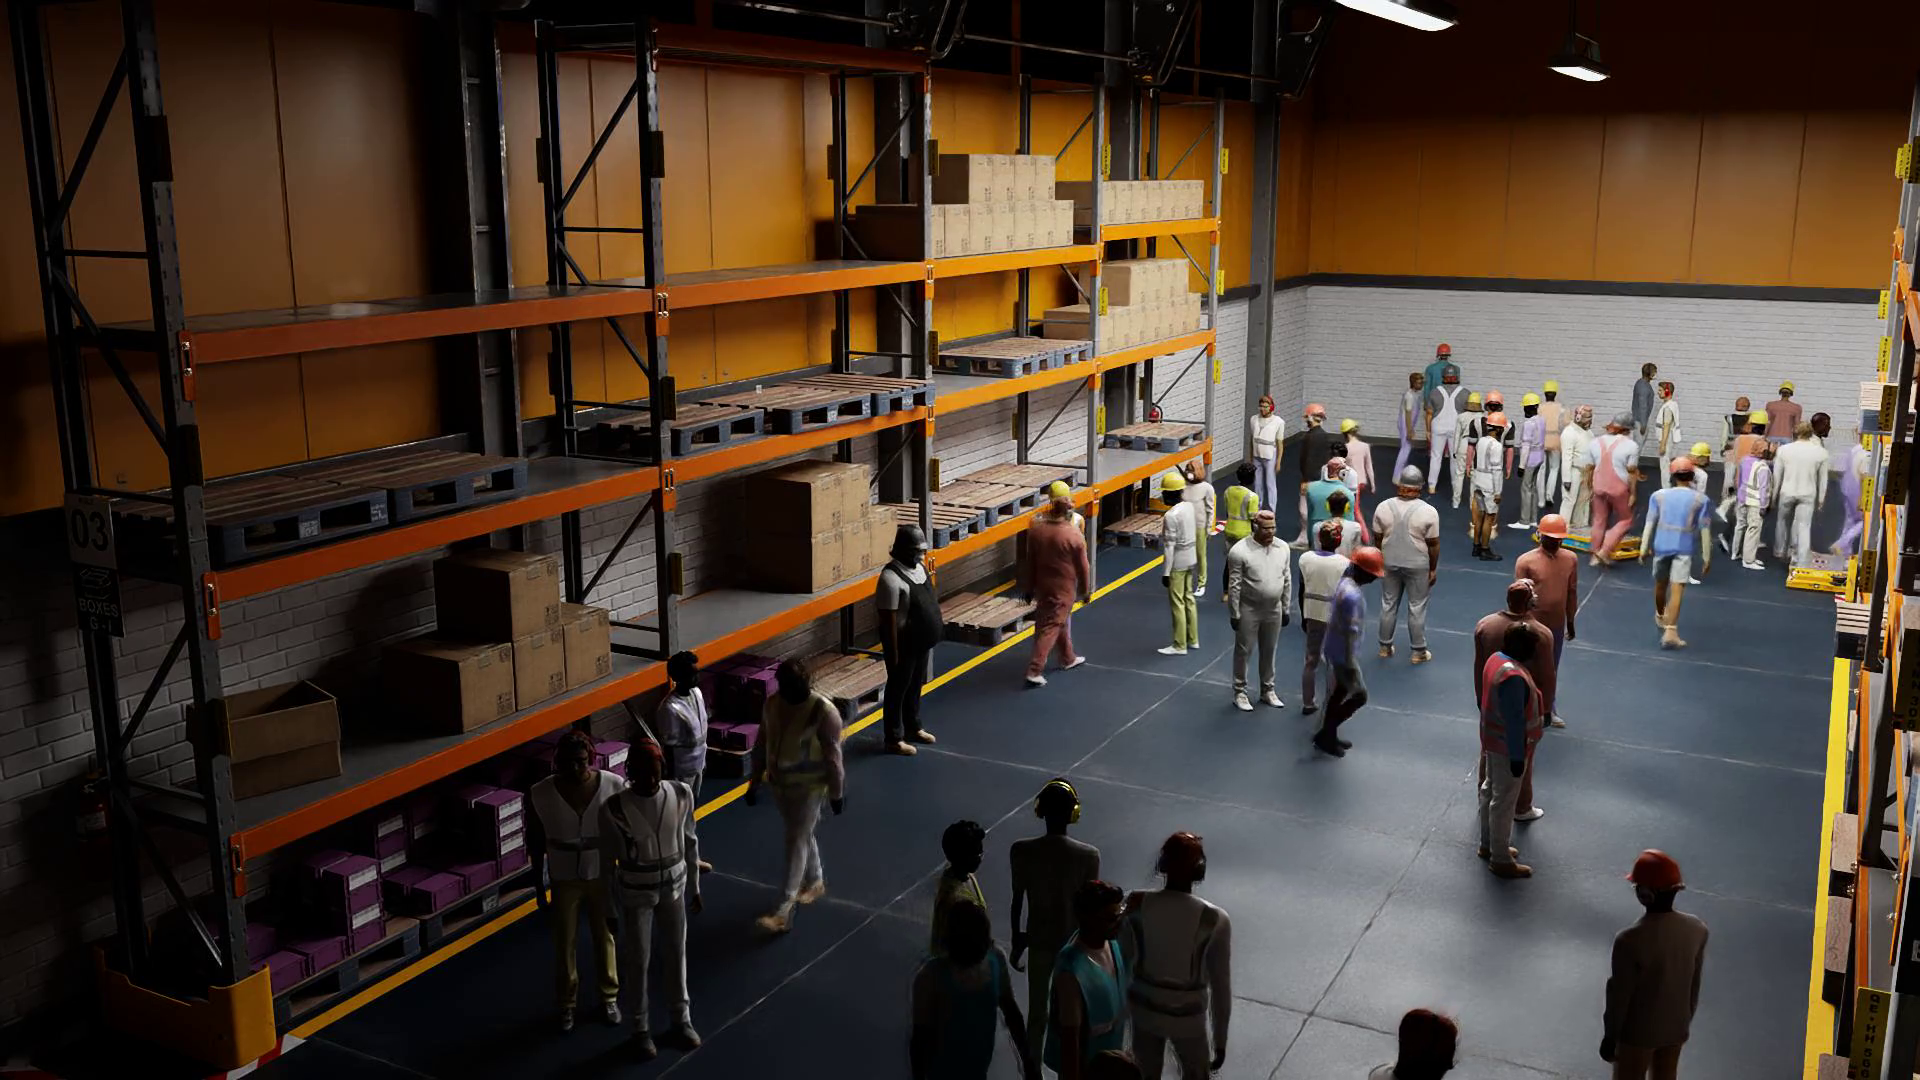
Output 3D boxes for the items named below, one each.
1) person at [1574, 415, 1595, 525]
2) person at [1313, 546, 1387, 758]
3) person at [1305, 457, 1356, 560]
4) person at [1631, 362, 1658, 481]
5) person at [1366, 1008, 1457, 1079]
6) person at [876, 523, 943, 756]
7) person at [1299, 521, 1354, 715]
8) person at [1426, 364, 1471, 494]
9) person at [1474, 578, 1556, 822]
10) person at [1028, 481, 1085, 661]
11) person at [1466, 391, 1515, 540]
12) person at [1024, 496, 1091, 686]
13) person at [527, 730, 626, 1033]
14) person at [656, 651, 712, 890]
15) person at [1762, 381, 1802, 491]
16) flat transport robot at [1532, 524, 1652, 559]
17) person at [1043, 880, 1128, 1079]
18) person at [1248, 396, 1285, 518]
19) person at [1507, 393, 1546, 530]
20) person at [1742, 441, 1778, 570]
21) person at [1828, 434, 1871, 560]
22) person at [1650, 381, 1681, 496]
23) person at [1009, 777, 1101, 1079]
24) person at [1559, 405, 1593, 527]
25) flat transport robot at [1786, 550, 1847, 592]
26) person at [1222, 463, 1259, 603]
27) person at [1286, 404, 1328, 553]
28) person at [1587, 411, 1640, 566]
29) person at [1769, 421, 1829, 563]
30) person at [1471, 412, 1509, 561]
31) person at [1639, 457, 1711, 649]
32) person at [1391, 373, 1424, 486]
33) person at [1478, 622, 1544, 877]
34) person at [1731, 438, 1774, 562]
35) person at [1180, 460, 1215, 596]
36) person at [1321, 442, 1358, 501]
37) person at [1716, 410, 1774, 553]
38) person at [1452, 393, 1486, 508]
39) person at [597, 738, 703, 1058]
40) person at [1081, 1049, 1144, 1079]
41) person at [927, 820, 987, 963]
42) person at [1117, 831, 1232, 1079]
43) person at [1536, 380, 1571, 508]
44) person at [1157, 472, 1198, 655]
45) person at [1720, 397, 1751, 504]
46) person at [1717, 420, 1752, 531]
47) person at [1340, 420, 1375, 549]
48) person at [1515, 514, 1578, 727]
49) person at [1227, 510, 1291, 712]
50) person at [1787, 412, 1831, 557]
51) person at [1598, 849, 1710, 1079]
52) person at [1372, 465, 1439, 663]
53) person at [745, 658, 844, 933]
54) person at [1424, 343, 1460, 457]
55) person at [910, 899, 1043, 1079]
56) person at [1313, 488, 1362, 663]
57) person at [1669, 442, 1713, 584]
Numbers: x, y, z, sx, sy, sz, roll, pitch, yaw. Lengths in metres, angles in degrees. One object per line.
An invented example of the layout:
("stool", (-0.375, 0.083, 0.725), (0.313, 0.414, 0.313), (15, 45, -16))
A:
("person", (8.564, -0.934, 22.960), (0.338, 1.742, 0.563), (3, 13, 14))
("person", (3.319, 0.961, 14.151), (0.537, 1.885, 0.647), (3, 13, 13))
("person", (4.094, 0.024, 18.331), (0.399, 1.899, 0.647), (-10, 16, -38))
("person", (11.051, -1.919, 26.967), (0.367, 1.932, 0.623), (4, 13, 17))
("person", (1.610, 2.696, 6.419), (0.516, 1.871, 0.746), (2, 13, 7))
("person", (-0.417, 0.835, 14.371), (0.535, 2.000, 0.683), (6, 14, 24))
("person", (3.346, 0.737, 15.246), (0.566, 1.847, 0.390), (11, 17, 41))
("person", (7.597, -1.738, 25.889), (0.685, 2.000, 0.535), (4, 13, 17))
("person", (4.302, 1.232, 12.898), (0.641, 1.908, 0.407), (11, 17, 42))
("person", (0.977, 0.338, 16.862), (0.586, 1.923, 0.371), (-2, 13, -10))
("person", (7.221, -1.014, 22.691), (0.611, 2.030, 0.410), (3, 13, 14))
("person", (0.950, 0.489, 16.383), (1.008, 1.859, 0.656), (-12, 17, -42))
("person", (-2.217, 1.975, 9.740), (0.565, 1.838, 0.388), (-4, 13, -17))
("person", (-1.941, 1.598, 11.732), (0.317, 1.695, 0.540), (4, 13, 15))
("person", (12.786, -1.598, 25.914), (0.532, 1.755, 0.342), (6, 14, 25))
("flat transport robot", (8.395, 0.000, 22.105), (0.652, 0.197, 1.431), (-7, 14, -27))
("person", (0.582, 2.427, 7.680), (0.375, 1.843, 0.575), (5, 13, 21))
("person", (4.368, -1.148, 23.719), (0.395, 1.836, 0.560), (-11, 17, -41))
("person", (7.988, -1.106, 23.358), (0.397, 1.913, 0.592), (10, 16, 38))
("person", (10.084, -0.439, 21.003), (0.319, 1.630, 0.521), (4, 13, 17))
("person", (11.392, -0.573, 21.171), (0.474, 1.825, 0.505), (0, 13, -1))
("person", (10.733, -1.488, 25.248), (0.391, 1.836, 0.561), (6, 14, 23))
("person", (0.515, 2.157, 8.837), (0.509, 1.872, 0.329), (2, 13, 10))
("person", (8.305, -0.879, 22.377), (0.398, 1.899, 0.653), (12, 17, 43))
("flat transport robot", (10.566, 0.372, 20.440), (0.652, 0.197, 1.431), (7, 14, 28))
("person", (3.242, -0.057, 19.168), (0.320, 1.686, 0.538), (-8, 15, -32))
("person", (4.617, -0.801, 21.958), (0.501, 1.953, 0.665), (6, 14, 25))
("person", (8.261, -0.650, 21.017), (0.535, 2.000, 0.759), (-8, 15, -33))
("person", (10.548, -0.556, 20.957), (0.641, 1.880, 0.997), (5, 13, 21))
("person", (6.857, -0.694, 21.487), (0.389, 1.925, 0.550), (-2, 13, -7))
("person", (7.671, 0.119, 17.794), (0.672, 1.966, 1.139), (8, 15, 31))
("person", (7.147, -1.759, 26.477), (0.396, 1.830, 0.559), (6, 14, 26))
("person", (3.951, 1.480, 11.947), (0.429, 1.838, 0.621), (1, 13, 4))
("person", (10.137, -0.497, 21.257), (0.324, 1.630, 0.525), (-6, 14, -26))
("person", (2.768, -0.150, 19.700), (0.501, 1.632, 0.280), (9, 15, 35))
("person", (4.656, -0.376, 20.565), (0.322, 1.697, 0.533), (-12, 17, -43))
("person", (10.363, -0.774, 21.912), (0.902, 1.899, 0.582), (-4, 13, -18))
("person", (7.596, -1.328, 24.754), (0.492, 1.731, 0.324), (4, 13, 16))
("person", (-1.750, 2.019, 9.448), (0.588, 1.878, 0.371), (-8, 15, -31))
("person", (0.589, 2.776, 6.601), (0.279, 1.633, 0.499), (10, 16, 39))
("person", (-0.011, 2.272, 8.714), (0.322, 1.696, 0.530), (1, 13, 5))
("person", (1.055, 2.308, 8.203), (0.604, 1.852, 0.825), (4, 13, 18))
("person", (8.769, -1.435, 24.821), (0.622, 1.907, 0.535), (5, 13, 20))
("person", (2.245, 0.242, 17.332), (0.434, 1.913, 0.598), (8, 15, 31))
("person", (11.707, -1.337, 25.004), (0.513, 1.640, 0.309), (6, 14, 25))
("person", (10.932, -0.942, 23.301), (0.523, 1.607, 0.564), (-8, 15, -31))
("person", (5.283, -0.744, 22.216), (0.554, 1.711, 0.893), (-6, 14, -26))
("person", (5.264, 0.731, 14.970), (0.613, 1.987, 0.408), (-3, 13, -13))
("person", (2.802, 0.651, 15.513), (0.641, 1.902, 0.399), (-4, 13, -19))
("person", (11.028, -0.712, 21.602), (0.397, 1.914, 0.591), (10, 16, 38))
("person", (3.378, 2.364, 8.199), (0.568, 1.744, 0.353), (-5, 14, -23))
("person", (4.597, 0.233, 17.064), (0.682, 2.000, 0.537), (9, 15, 34))
("person", (-1.173, 1.689, 11.080), (0.638, 1.796, 0.950), (9, 16, 36))
("person", (8.448, -2.445, 29.169), (0.630, 1.996, 0.389), (2, 13, 10))
("person", (0.092, 2.478, 7.564), (0.919, 1.788, 0.533), (11, 17, 41))
("person", (3.780, 0.414, 16.735), (0.500, 1.842, 0.756), (3, 13, 14))
("person", (8.935, -0.333, 20.301), (0.356, 1.737, 0.487), (-2, 13, -10))
